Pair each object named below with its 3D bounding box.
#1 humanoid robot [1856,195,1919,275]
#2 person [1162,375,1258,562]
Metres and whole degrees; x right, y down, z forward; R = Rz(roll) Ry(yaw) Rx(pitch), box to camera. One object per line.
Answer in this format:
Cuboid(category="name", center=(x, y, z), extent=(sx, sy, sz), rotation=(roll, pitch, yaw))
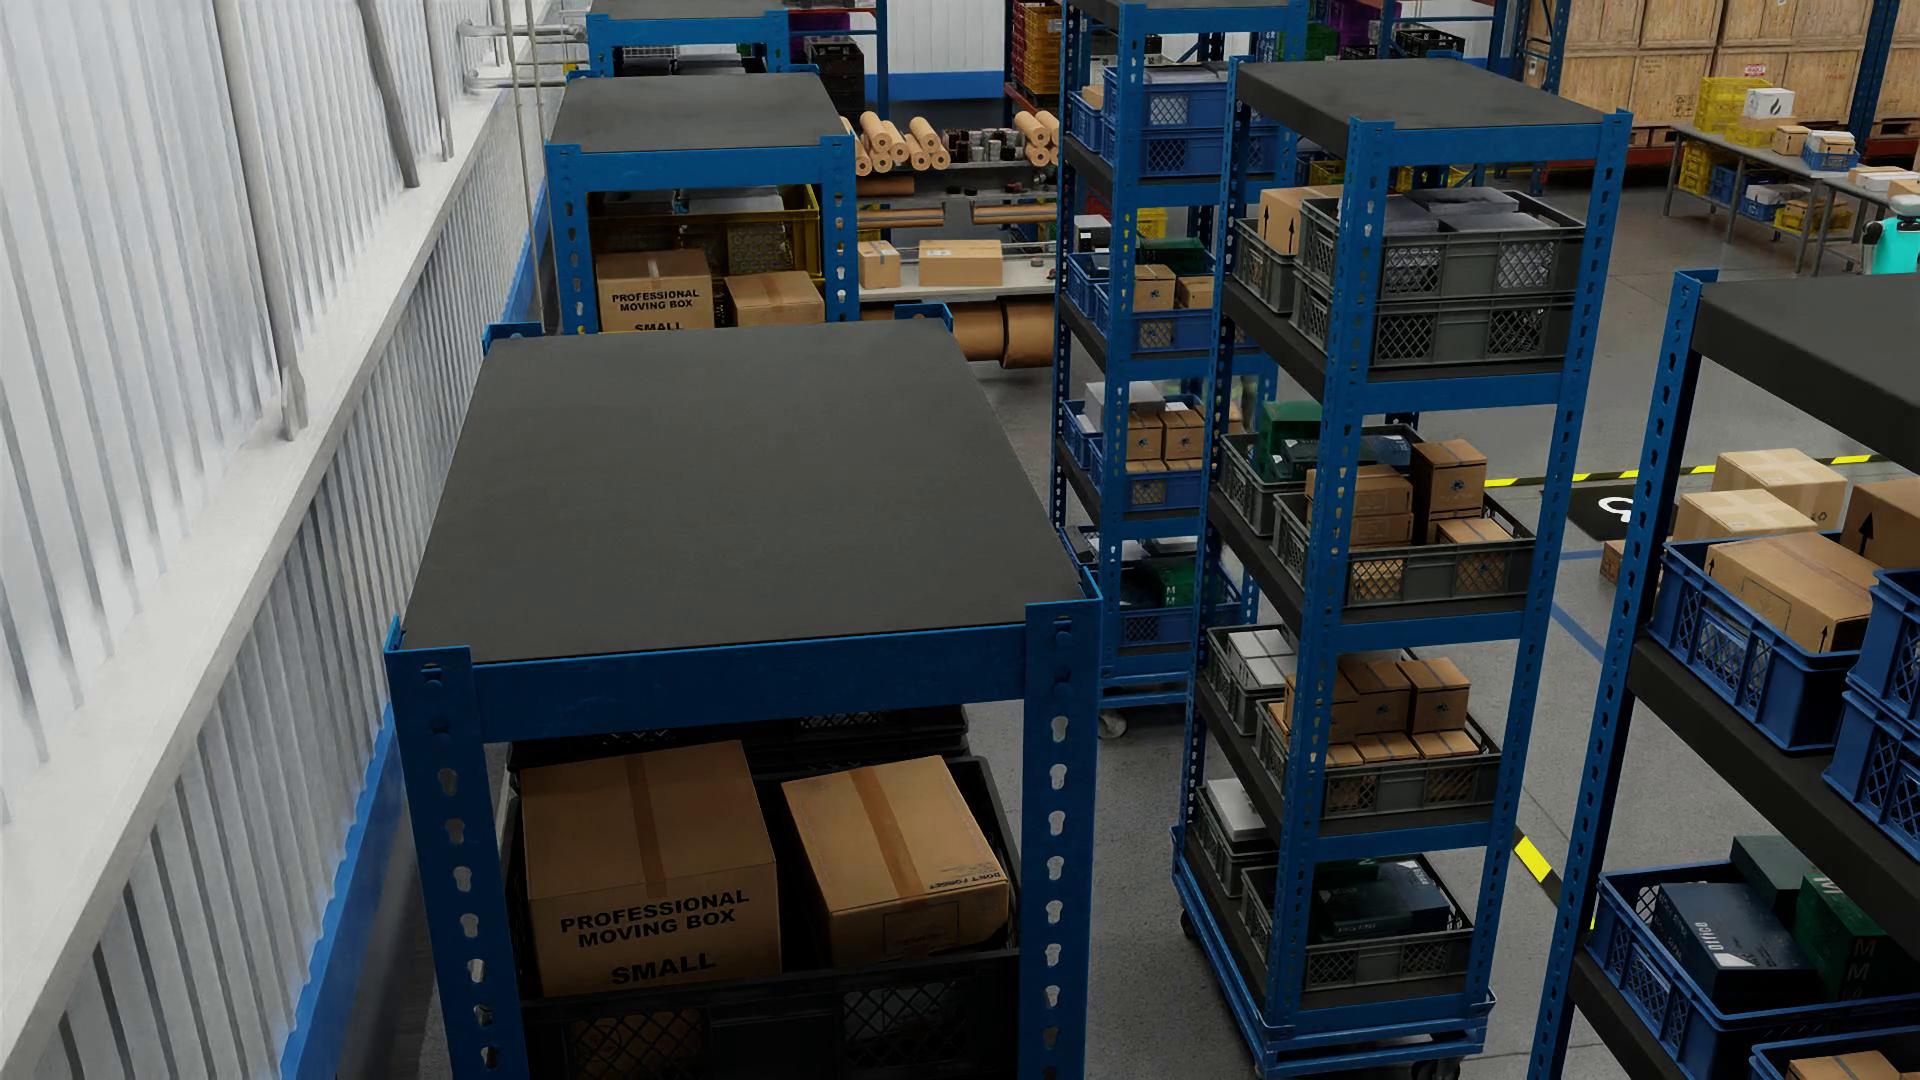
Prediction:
Cuboid(category="humanoid robot", center=(6.647, -1.547, 11.748), extent=(0.533, 1.673, 0.735), rotation=(0, 25, 1))
Cuboid(category="person", center=(1.501, -0.753, 10.098), extent=(0.612, 1.793, 0.983), rotation=(-2, 25, -4))
